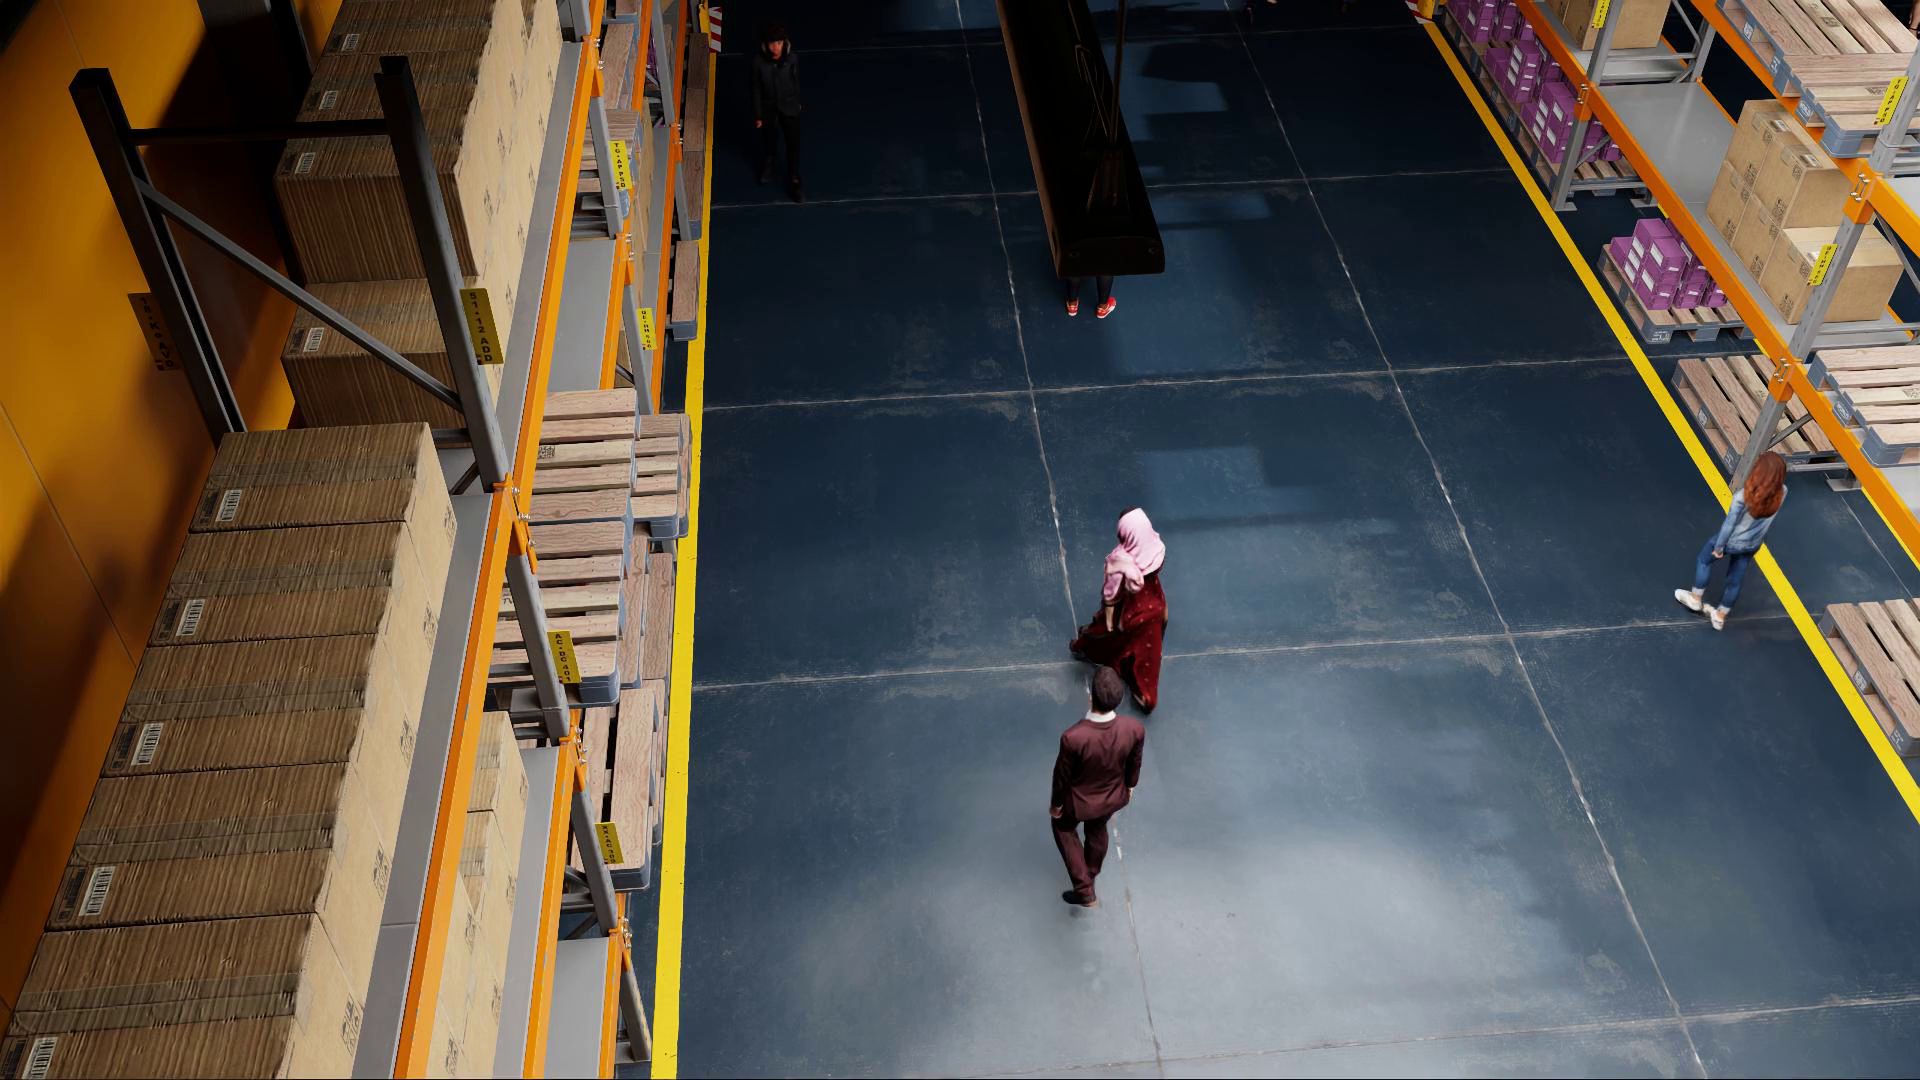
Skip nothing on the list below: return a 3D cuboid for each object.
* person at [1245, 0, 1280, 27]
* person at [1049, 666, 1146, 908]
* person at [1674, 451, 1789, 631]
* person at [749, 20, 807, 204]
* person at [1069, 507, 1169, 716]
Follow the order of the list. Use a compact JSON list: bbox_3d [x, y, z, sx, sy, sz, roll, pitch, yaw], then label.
[{"bbox_3d":[3.275,-6.285,17.711,1.057,1.652,1.151,24,49,23],"label":"person"},{"bbox_3d":[0.774,1.480,9.420,0.778,1.847,0.847,-12,45,-12],"label":"person"},{"bbox_3d":[5.292,0.047,11.202,0.583,1.462,0.621,-6,44,-6],"label":"person"},{"bbox_3d":[-1.690,-4.008,15.266,0.713,1.729,0.978,-8,44,-9],"label":"person"},{"bbox_3d":[1.153,0.486,10.647,0.858,1.593,1.127,-17,46,-17],"label":"person"}]
